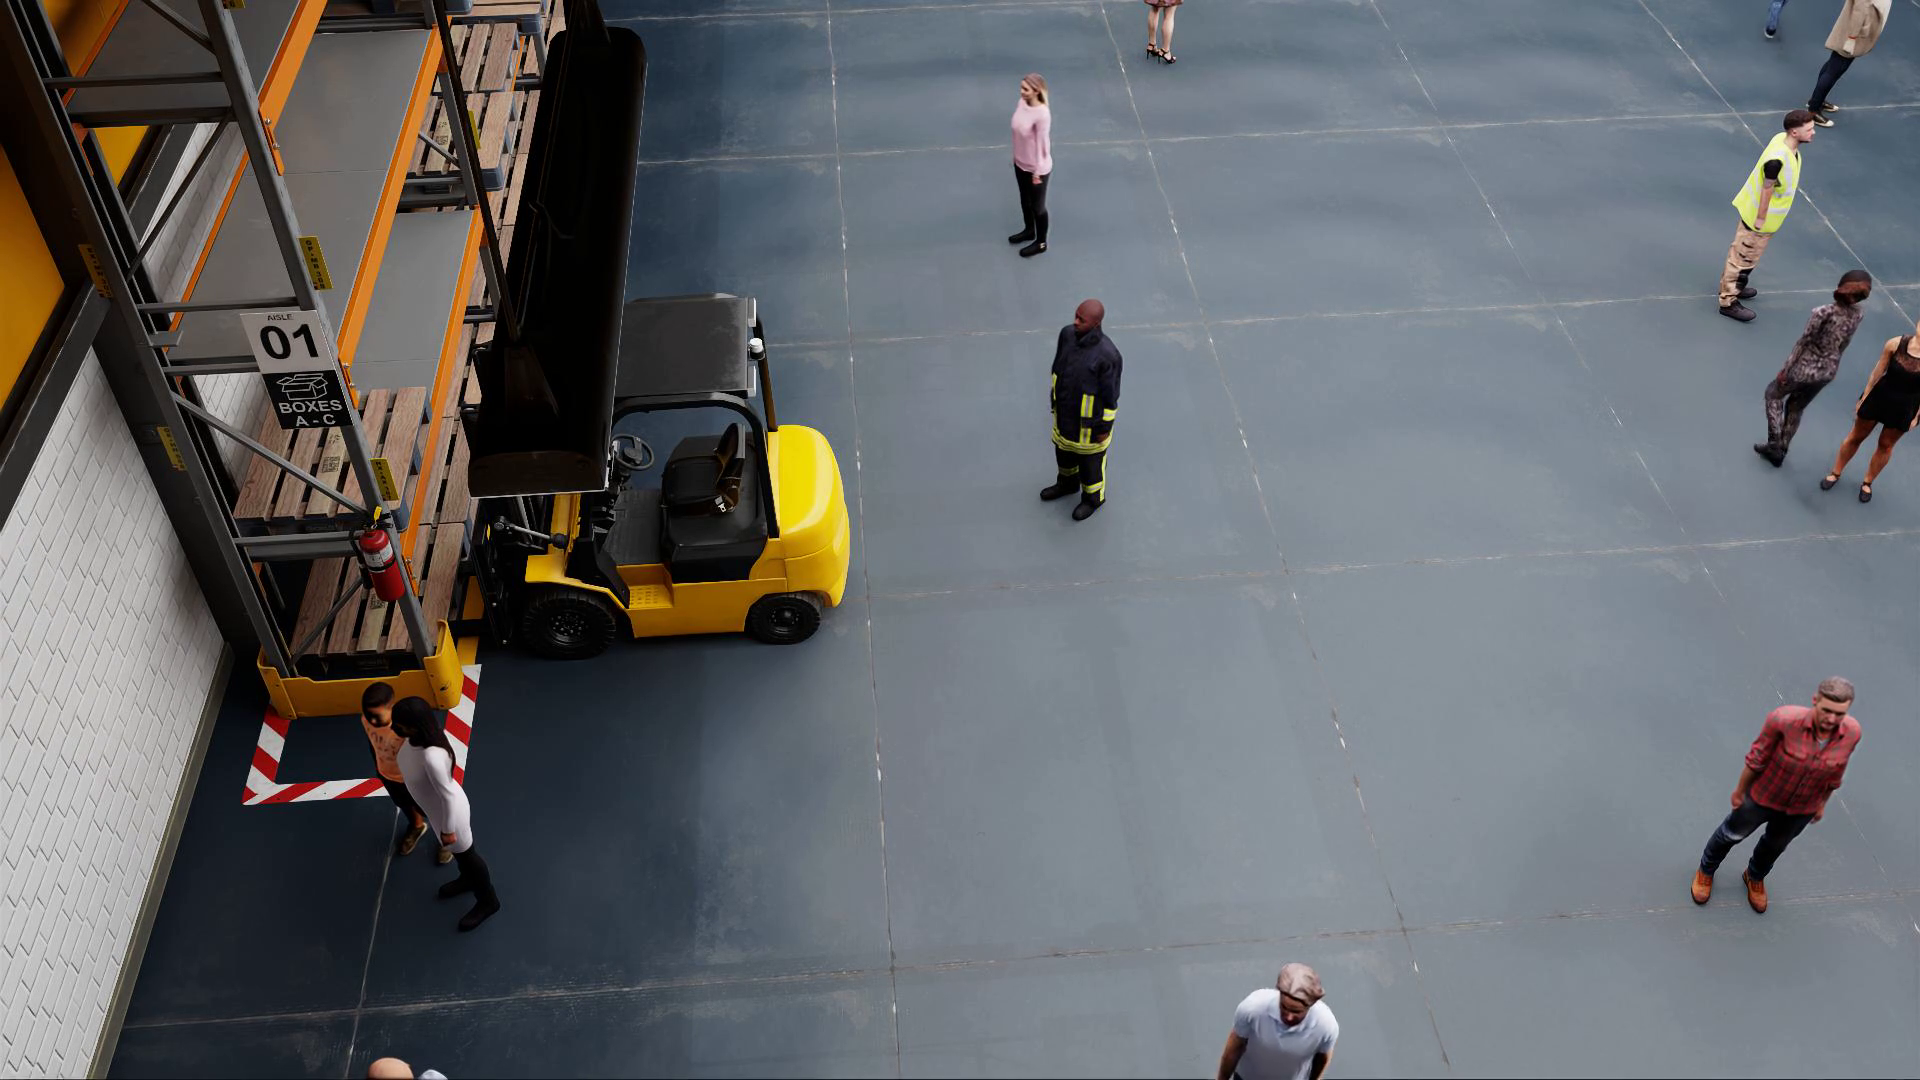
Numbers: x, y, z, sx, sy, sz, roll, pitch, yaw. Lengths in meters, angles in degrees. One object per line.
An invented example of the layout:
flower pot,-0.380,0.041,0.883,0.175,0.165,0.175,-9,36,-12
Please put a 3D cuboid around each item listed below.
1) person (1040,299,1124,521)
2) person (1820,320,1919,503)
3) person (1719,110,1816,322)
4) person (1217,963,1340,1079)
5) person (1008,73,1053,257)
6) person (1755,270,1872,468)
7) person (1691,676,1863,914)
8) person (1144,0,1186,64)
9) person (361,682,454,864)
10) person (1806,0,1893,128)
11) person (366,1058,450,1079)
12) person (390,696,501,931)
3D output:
person,0.879,-0.961,11.812,0.925,1.823,0.835,-32,52,-29
person,6.704,-0.988,11.947,0.682,1.675,0.726,24,48,23
person,6.590,-2.694,13.614,0.901,1.846,0.821,18,46,18
person,1.550,2.534,8.161,0.965,1.798,1.157,17,46,17
person,0.638,-3.241,14.304,0.730,1.686,0.614,-22,48,-21
person,6.250,-1.184,12.137,0.621,1.697,0.594,-8,44,-8
person,4.606,1.406,9.322,0.738,1.831,0.651,7,44,8
person,2.092,-5.688,16.809,0.858,1.774,0.780,-28,50,-26
person,-3.229,1.329,9.674,0.584,1.455,0.593,13,45,14
person,8.554,-4.927,15.925,0.883,1.891,0.797,21,48,21
person,-2.462,2.923,7.757,0.770,1.792,0.625,9,44,10
person,-2.858,1.488,9.251,0.748,1.808,0.627,-24,49,-23
